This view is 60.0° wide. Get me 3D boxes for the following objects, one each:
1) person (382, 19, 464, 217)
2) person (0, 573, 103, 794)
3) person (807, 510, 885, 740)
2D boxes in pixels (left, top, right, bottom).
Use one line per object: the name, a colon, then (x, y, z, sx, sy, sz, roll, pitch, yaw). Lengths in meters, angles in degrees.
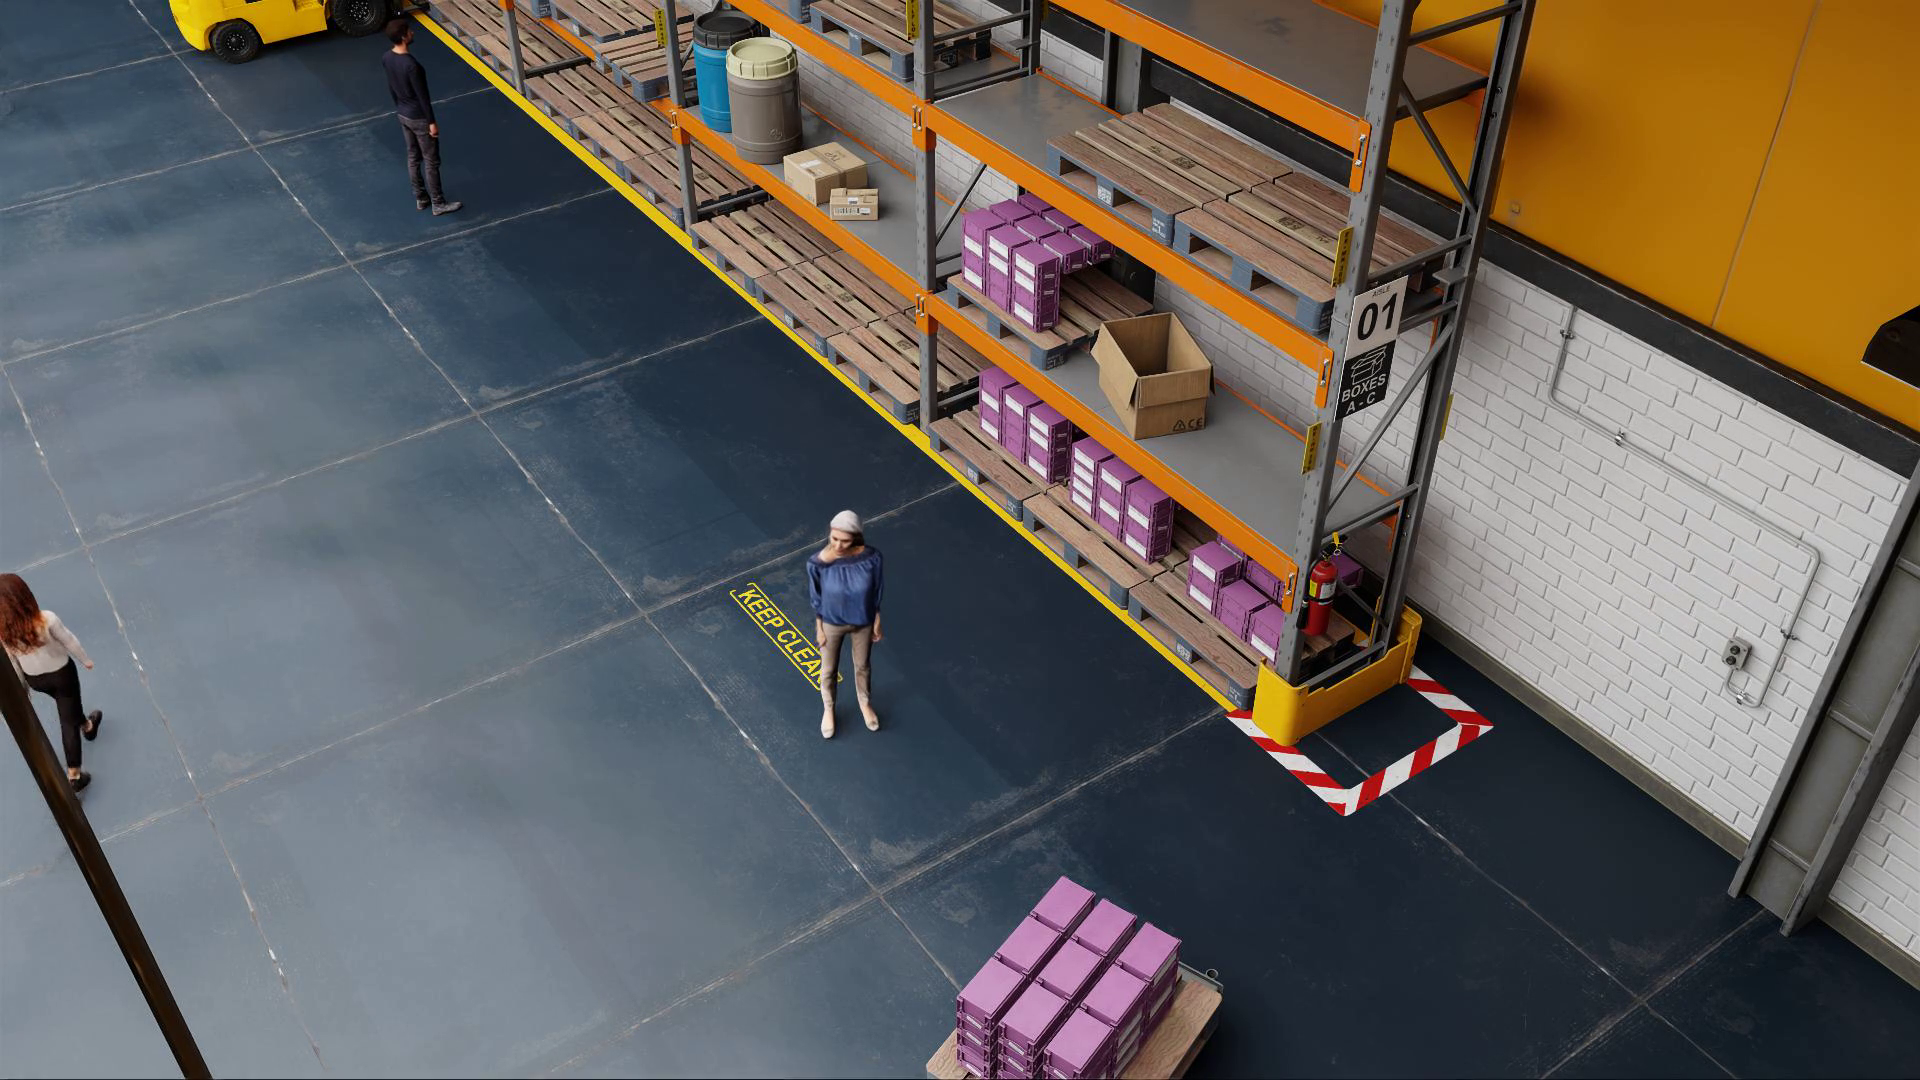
person: (-5.125, -3.979, 15.658, 0.588, 1.869, 0.764, 25, 45, 28)
person: (-5.428, 0.862, 9.930, 0.822, 1.452, 1.061, -6, 39, -8)
person: (-0.693, 0.493, 10.195, 0.696, 1.699, 0.696, -8, 39, -9)
